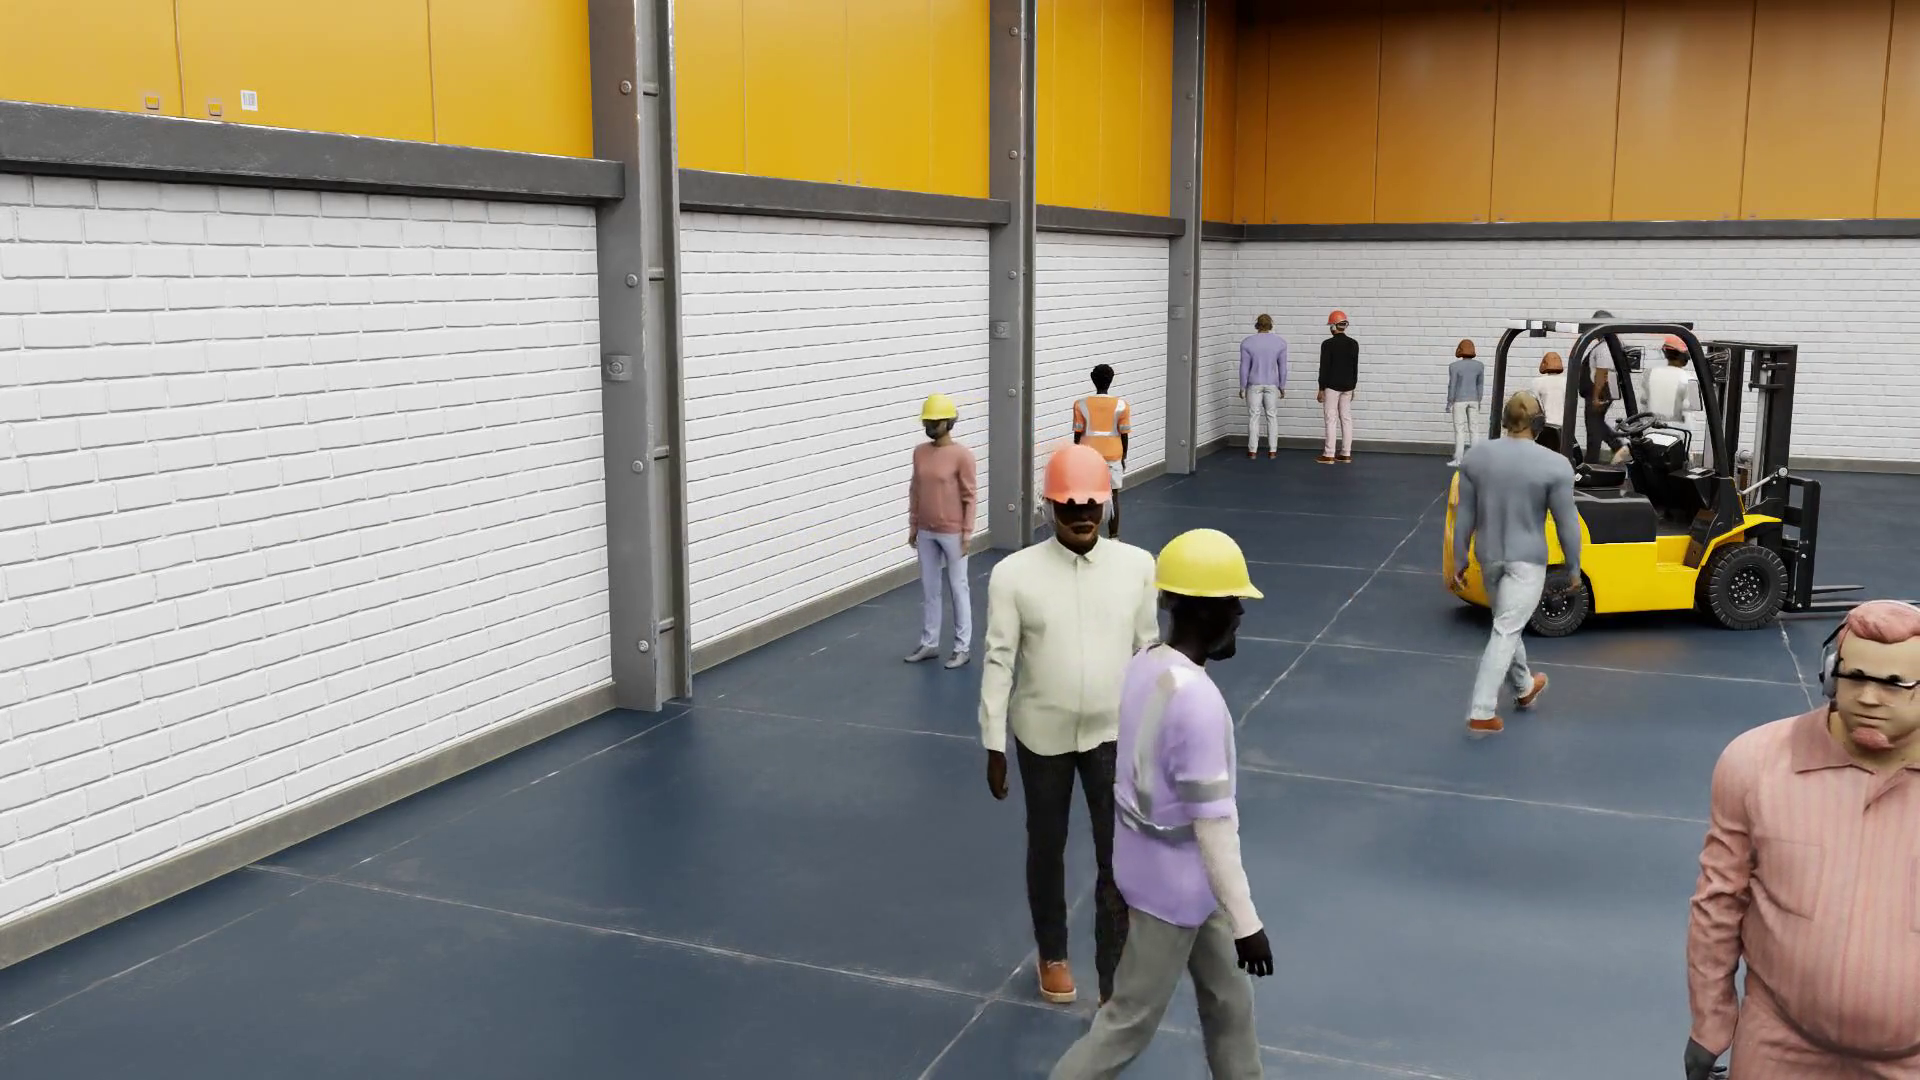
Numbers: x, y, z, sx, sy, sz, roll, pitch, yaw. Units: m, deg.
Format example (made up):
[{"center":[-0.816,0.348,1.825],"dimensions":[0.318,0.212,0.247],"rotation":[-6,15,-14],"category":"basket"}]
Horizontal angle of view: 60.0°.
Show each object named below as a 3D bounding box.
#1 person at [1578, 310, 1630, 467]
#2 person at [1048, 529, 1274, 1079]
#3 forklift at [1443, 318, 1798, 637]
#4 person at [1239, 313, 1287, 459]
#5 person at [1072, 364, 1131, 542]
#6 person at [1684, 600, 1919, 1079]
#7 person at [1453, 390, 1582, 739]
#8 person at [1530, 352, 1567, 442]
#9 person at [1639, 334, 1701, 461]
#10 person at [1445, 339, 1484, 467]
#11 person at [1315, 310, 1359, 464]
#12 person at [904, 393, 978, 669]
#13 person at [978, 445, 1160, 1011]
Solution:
[{"center":[7.950,-1.844,20.617],"dimensions":[0.622,2.000,0.697],"rotation":[5,11,28],"category":"person"},{"center":[0.538,0.901,4.479],"dimensions":[0.983,1.883,0.600],"rotation":[0,9,-1],"category":"person"},{"center":[4.706,-0.497,11.990],"dimensions":[2.313,2.155,1.214],"rotation":[-2,10,-10],"category":"forklift"},{"center":[4.020,-2.039,22.107],"dimensions":[0.635,1.937,0.353],"rotation":[0,9,0],"category":"person"},{"center":[1.271,-0.741,14.998],"dimensions":[0.530,1.689,0.321],"rotation":[0,9,1],"category":"person"},{"center":[1.841,1.058,3.438],"dimensions":[0.655,1.905,0.407],"rotation":[5,11,29],"category":"person"},{"center":[3.111,0.115,9.214],"dimensions":[1.025,1.880,0.657],"rotation":[-9,13,-43],"category":"person"},{"center":[6.480,-1.248,18.275],"dimensions":[0.497,1.627,0.287],"rotation":[-1,9,-5],"category":"person"},{"center":[6.351,-0.898,15.017],"dimensions":[0.993,2.008,0.611],"rotation":[-7,12,-36],"category":"person"},{"center":[6.438,-1.742,21.228],"dimensions":[0.501,1.633,0.281],"rotation":[-2,10,-14],"category":"person"},{"center":[4.896,-1.982,21.622],"dimensions":[0.617,1.990,0.402],"rotation":[-5,11,-30],"category":"person"},{"center":[-0.132,-0.057,10.627],"dimensions":[0.532,1.765,0.330],"rotation":[7,12,38],"category":"person"},{"center":[0.394,0.672,5.561],"dimensions":[0.660,1.964,0.819],"rotation":[-1,9,-8],"category":"person"}]
